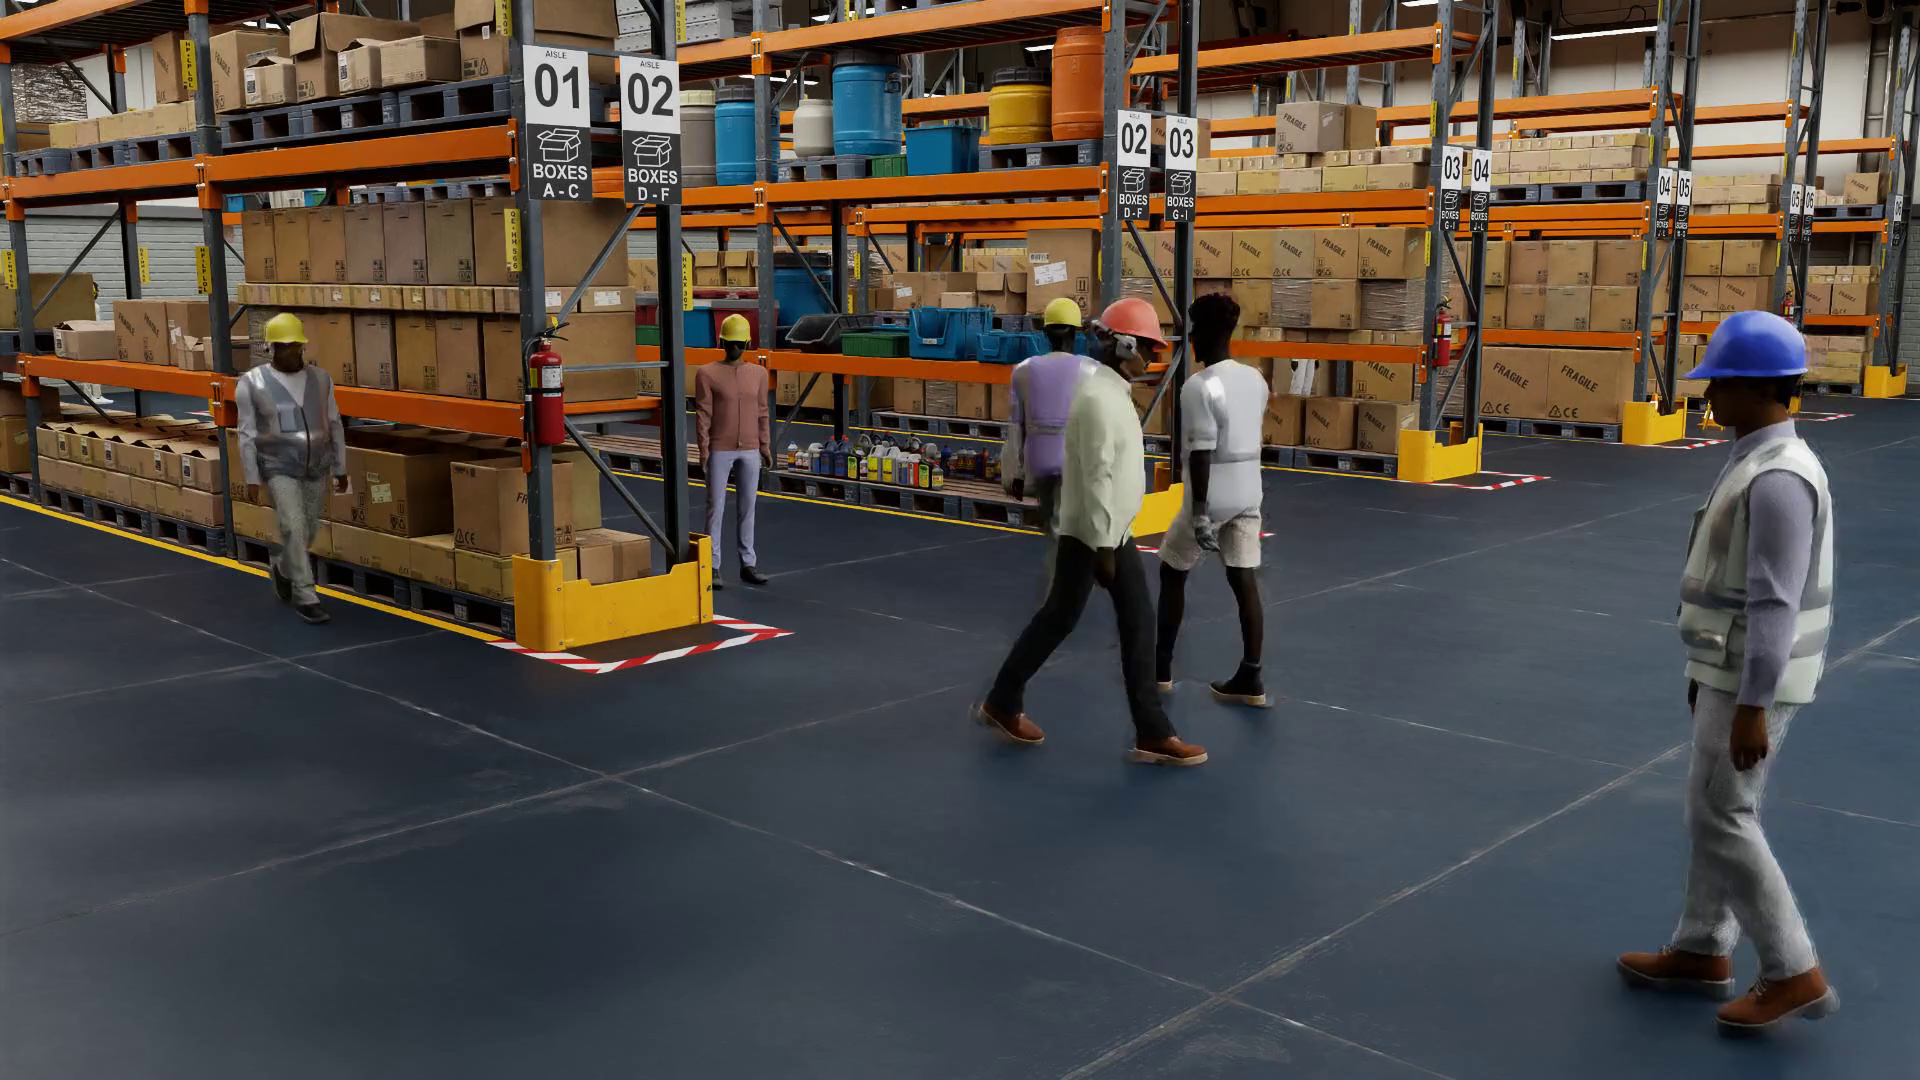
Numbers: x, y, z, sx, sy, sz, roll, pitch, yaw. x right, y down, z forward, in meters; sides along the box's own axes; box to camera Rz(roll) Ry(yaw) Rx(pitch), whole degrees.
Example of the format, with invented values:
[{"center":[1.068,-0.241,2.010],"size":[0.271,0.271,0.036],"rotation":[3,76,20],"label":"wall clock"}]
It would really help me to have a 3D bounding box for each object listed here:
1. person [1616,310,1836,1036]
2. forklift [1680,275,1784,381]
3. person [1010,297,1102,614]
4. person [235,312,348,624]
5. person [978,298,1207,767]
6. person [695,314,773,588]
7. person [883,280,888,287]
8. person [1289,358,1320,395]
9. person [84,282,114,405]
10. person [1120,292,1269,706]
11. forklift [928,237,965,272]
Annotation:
[{"center":[2.123,0.351,4.529],"size":[0.449,1.944,0.623],"rotation":[4,10,21],"label":"person"},{"center":[12.480,-3.427,27.053],"size":[1.214,2.155,2.313],"rotation":[9,13,43],"label":"forklift"},{"center":[0.623,-0.447,9.604],"size":[0.615,1.873,0.970],"rotation":[5,10,26],"label":"person"},{"center":[-3.970,-0.448,9.873],"size":[0.836,1.804,0.599],"rotation":[8,12,42],"label":"person"},{"center":[0.532,-0.043,6.992],"size":[1.011,1.942,0.631],"rotation":[4,10,21],"label":"person"},{"center":[-1.461,-0.580,10.801],"size":[0.522,1.761,0.327],"rotation":[-6,11,-31],"label":"person"},{"center":[-1.341,-3.304,27.158],"size":[0.531,1.886,1.015],"rotation":[-5,11,-28],"label":"person"},{"center":[4.362,-2.313,21.040],"size":[0.340,1.882,0.586],"rotation":[8,12,41],"label":"person"},{"center":[-13.232,-3.009,25.388],"size":[0.508,1.860,0.315],"rotation":[5,11,30],"label":"person"},{"center":[1.150,-0.208,7.985],"size":[0.612,1.931,0.875],"rotation":[-8,12,-40],"label":"person"},{"center":[-0.326,-5.817,39.609],"size":[1.129,2.768,1.873],"rotation":[9,13,43],"label":"forklift"}]
